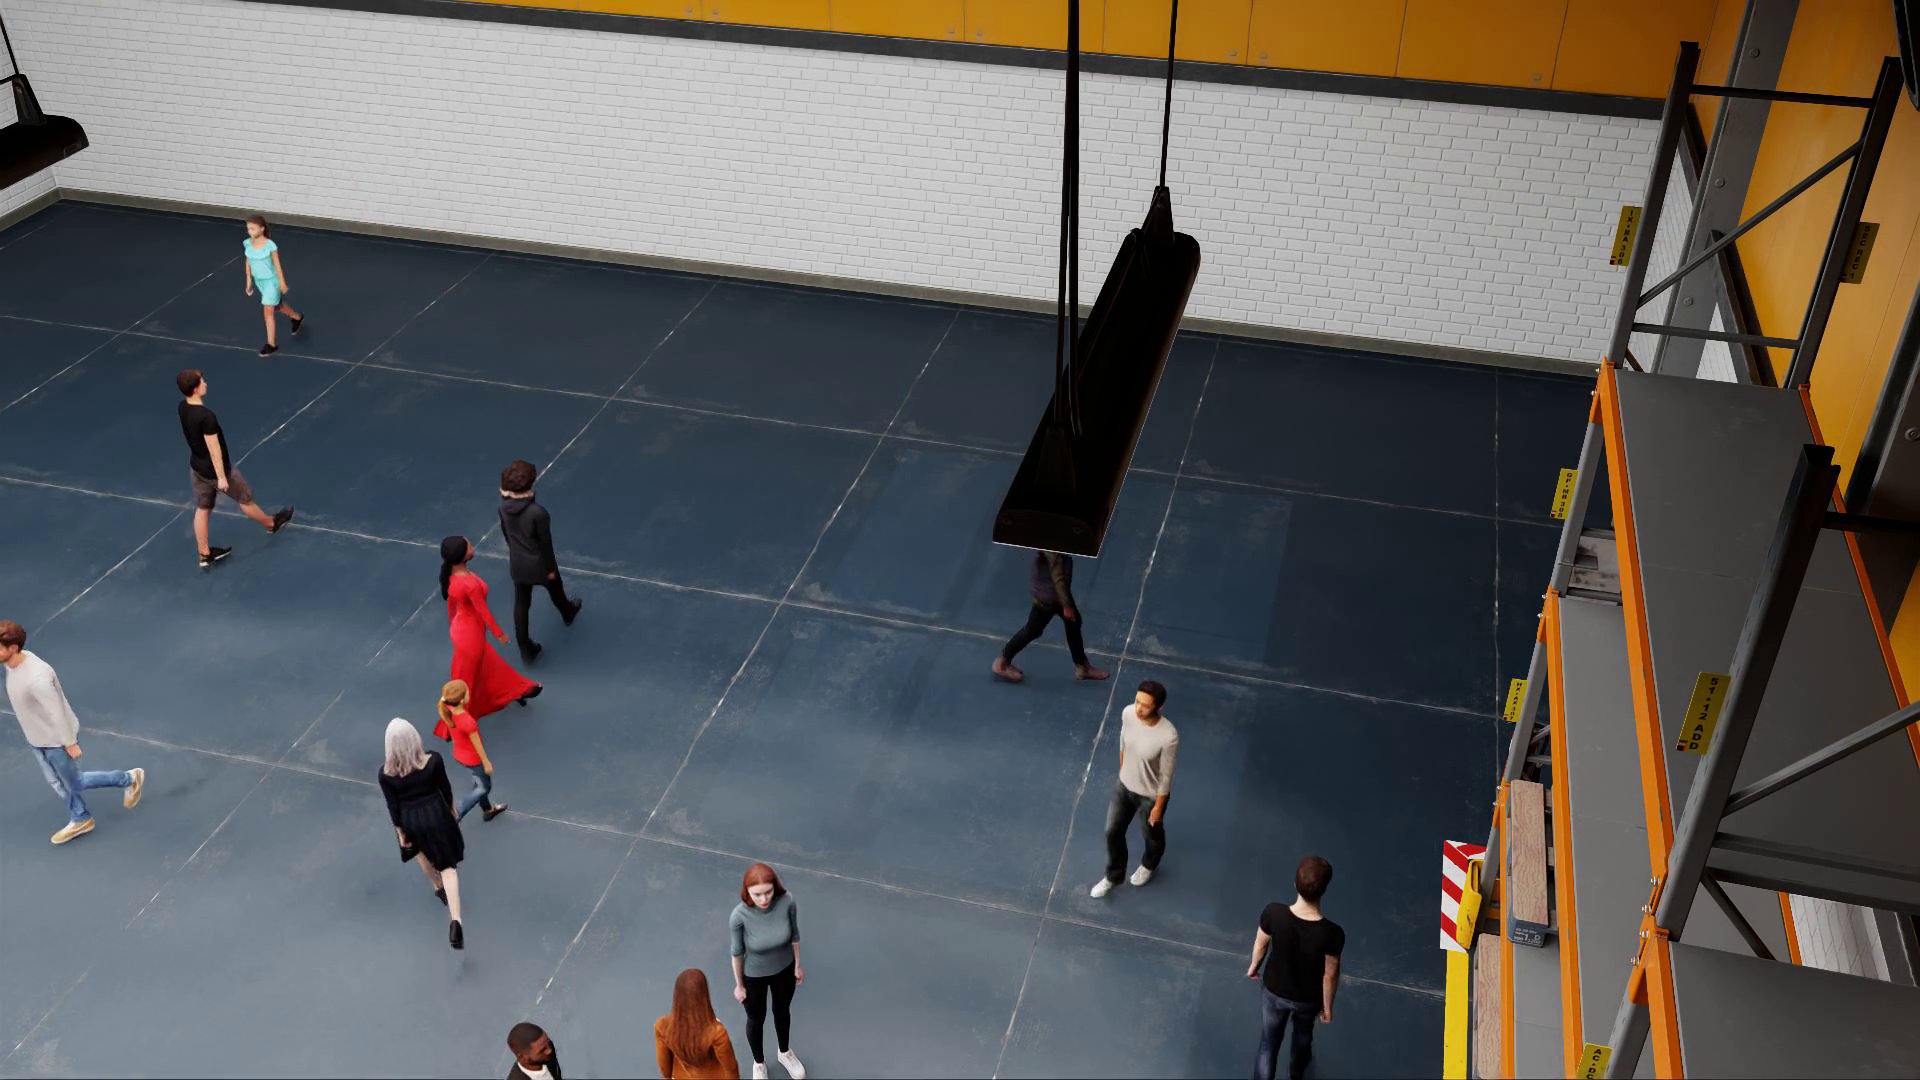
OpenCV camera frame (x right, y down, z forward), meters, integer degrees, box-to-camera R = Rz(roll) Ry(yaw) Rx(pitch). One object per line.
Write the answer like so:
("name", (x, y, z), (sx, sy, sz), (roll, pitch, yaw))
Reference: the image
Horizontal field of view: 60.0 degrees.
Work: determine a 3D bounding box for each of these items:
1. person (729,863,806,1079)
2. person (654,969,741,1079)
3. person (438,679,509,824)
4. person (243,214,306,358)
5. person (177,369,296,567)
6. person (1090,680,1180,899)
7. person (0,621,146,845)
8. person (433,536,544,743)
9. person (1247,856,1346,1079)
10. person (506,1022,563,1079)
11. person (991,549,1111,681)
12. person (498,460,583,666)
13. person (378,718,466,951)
("person", (-1.133, 2.564, 9.821), (0.677, 1.743, 0.725), (-15, 36, -21))
("person", (-1.419, 3.033, 9.142), (0.619, 1.713, 0.562), (7, 34, 11))
("person", (-3.504, 1.561, 11.731), (0.704, 1.298, 0.835), (29, 43, 36))
("person", (-7.499, -2.838, 18.140), (0.625, 1.529, 1.078), (12, 35, 18))
("person", (-6.608, -0.598, 14.511), (0.990, 1.818, 1.283), (22, 39, 29))
("person", (1.299, 1.615, 11.196), (0.880, 1.801, 0.975), (28, 43, 35))
("person", (-6.250, 1.299, 11.596), (0.900, 1.884, 1.053), (26, 41, 33))
("person", (-3.760, 0.794, 12.492), (1.208, 1.735, 1.084), (-21, 39, -28))
("person", (1.885, 2.647, 9.582), (0.764, 1.868, 1.088), (13, 36, 18))
("person", (-2.226, 3.191, 8.826), (0.807, 1.799, 0.526), (8, 34, 12))
("person", (0.626, 0.415, 13.011), (0.848, 1.790, 1.159), (5, 34, 7))
("person", (-3.477, 0.218, 13.362), (0.644, 1.729, 1.092), (9, 35, 13))
("person", (-3.456, 1.917, 10.818), (0.987, 1.717, 1.145), (-12, 35, -17))
